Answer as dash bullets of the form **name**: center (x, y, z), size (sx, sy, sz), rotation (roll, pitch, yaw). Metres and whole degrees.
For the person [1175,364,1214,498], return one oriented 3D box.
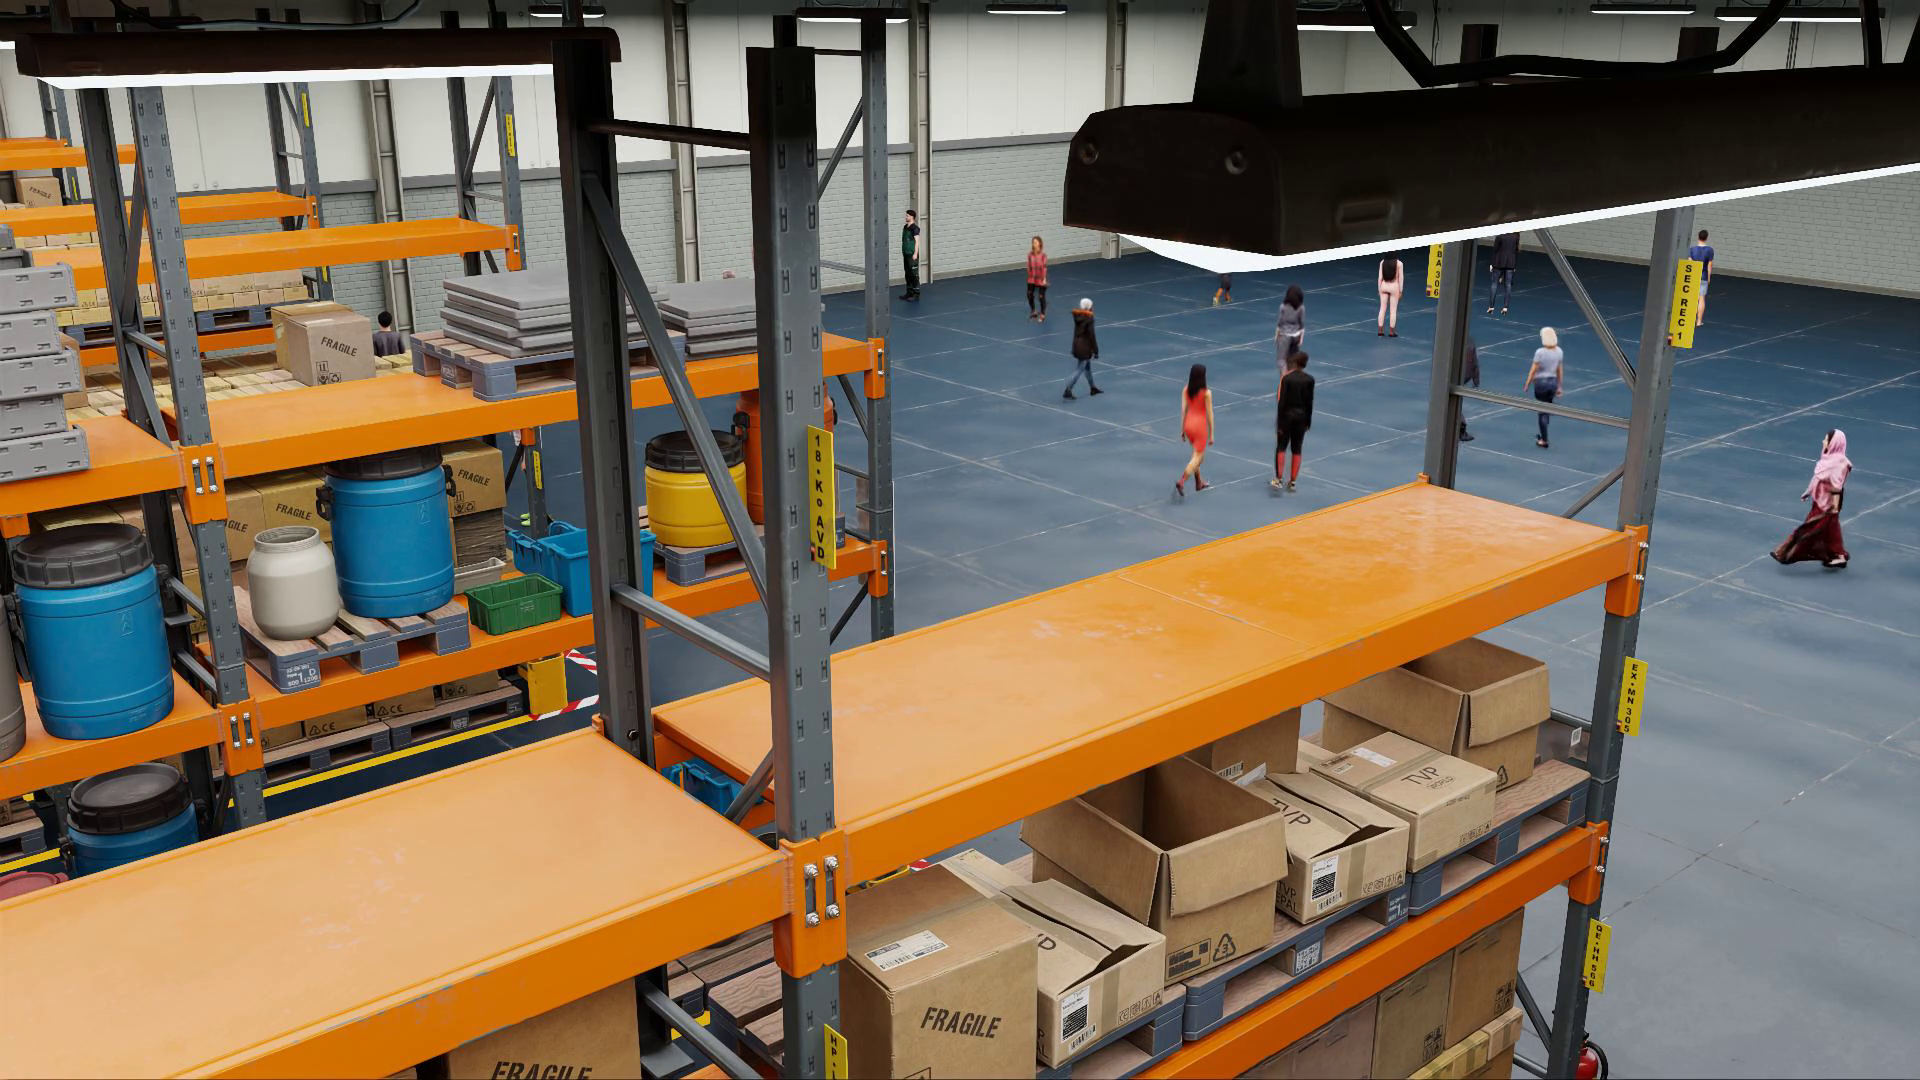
- **person**: center (2.964, -1.366, 21.130), size (0.726, 1.696, 1.112), rotation (14, 23, 37)

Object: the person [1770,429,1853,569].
- **person**: center (9.644, -0.409, 18.370), size (1.100, 1.586, 1.108), rotation (4, 18, 12)

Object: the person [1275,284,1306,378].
- **person**: center (5.298, -3.216, 26.735), size (0.986, 1.743, 1.028), rotation (1, 18, 3)

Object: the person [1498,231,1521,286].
- **person**: center (12.183, -6.532, 36.966), size (0.684, 1.713, 0.707), rotation (5, 19, 15)

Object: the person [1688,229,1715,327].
- **person**: center (14.362, -5.080, 32.367), size (0.698, 1.800, 0.698), rotation (8, 20, 24)

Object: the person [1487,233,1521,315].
- **person**: center (9.879, -5.008, 30.334), size (0.822, 1.783, 0.792), rotation (1, 18, 5)

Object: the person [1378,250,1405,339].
- **person**: center (8.073, -4.670, 31.236), size (0.673, 1.721, 0.626), rotation (12, 22, 32)

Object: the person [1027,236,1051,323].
- **person**: center (1.581, -5.122, 32.680), size (0.720, 1.686, 0.739), rotation (9, 20, 27)

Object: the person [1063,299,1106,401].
- **person**: center (1.889, -2.980, 26.251), size (1.108, 1.594, 0.797), rotation (-9, 20, -25)

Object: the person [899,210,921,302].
- **person**: center (-1.030, -6.016, 35.078), size (0.624, 1.901, 0.703), rotation (-10, 21, -29)

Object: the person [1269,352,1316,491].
- **person**: center (4.302, -1.511, 21.449), size (0.785, 1.774, 0.880), rotation (-6, 19, -18)

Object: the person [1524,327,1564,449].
- **person**: center (8.317, -2.127, 23.474), size (0.827, 1.691, 0.846), rotation (-4, 19, -13)

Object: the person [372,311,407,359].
- **person**: center (-8.242, -2.401, 24.071), size (0.559, 1.842, 0.787), rotation (-10, 20, -28)
